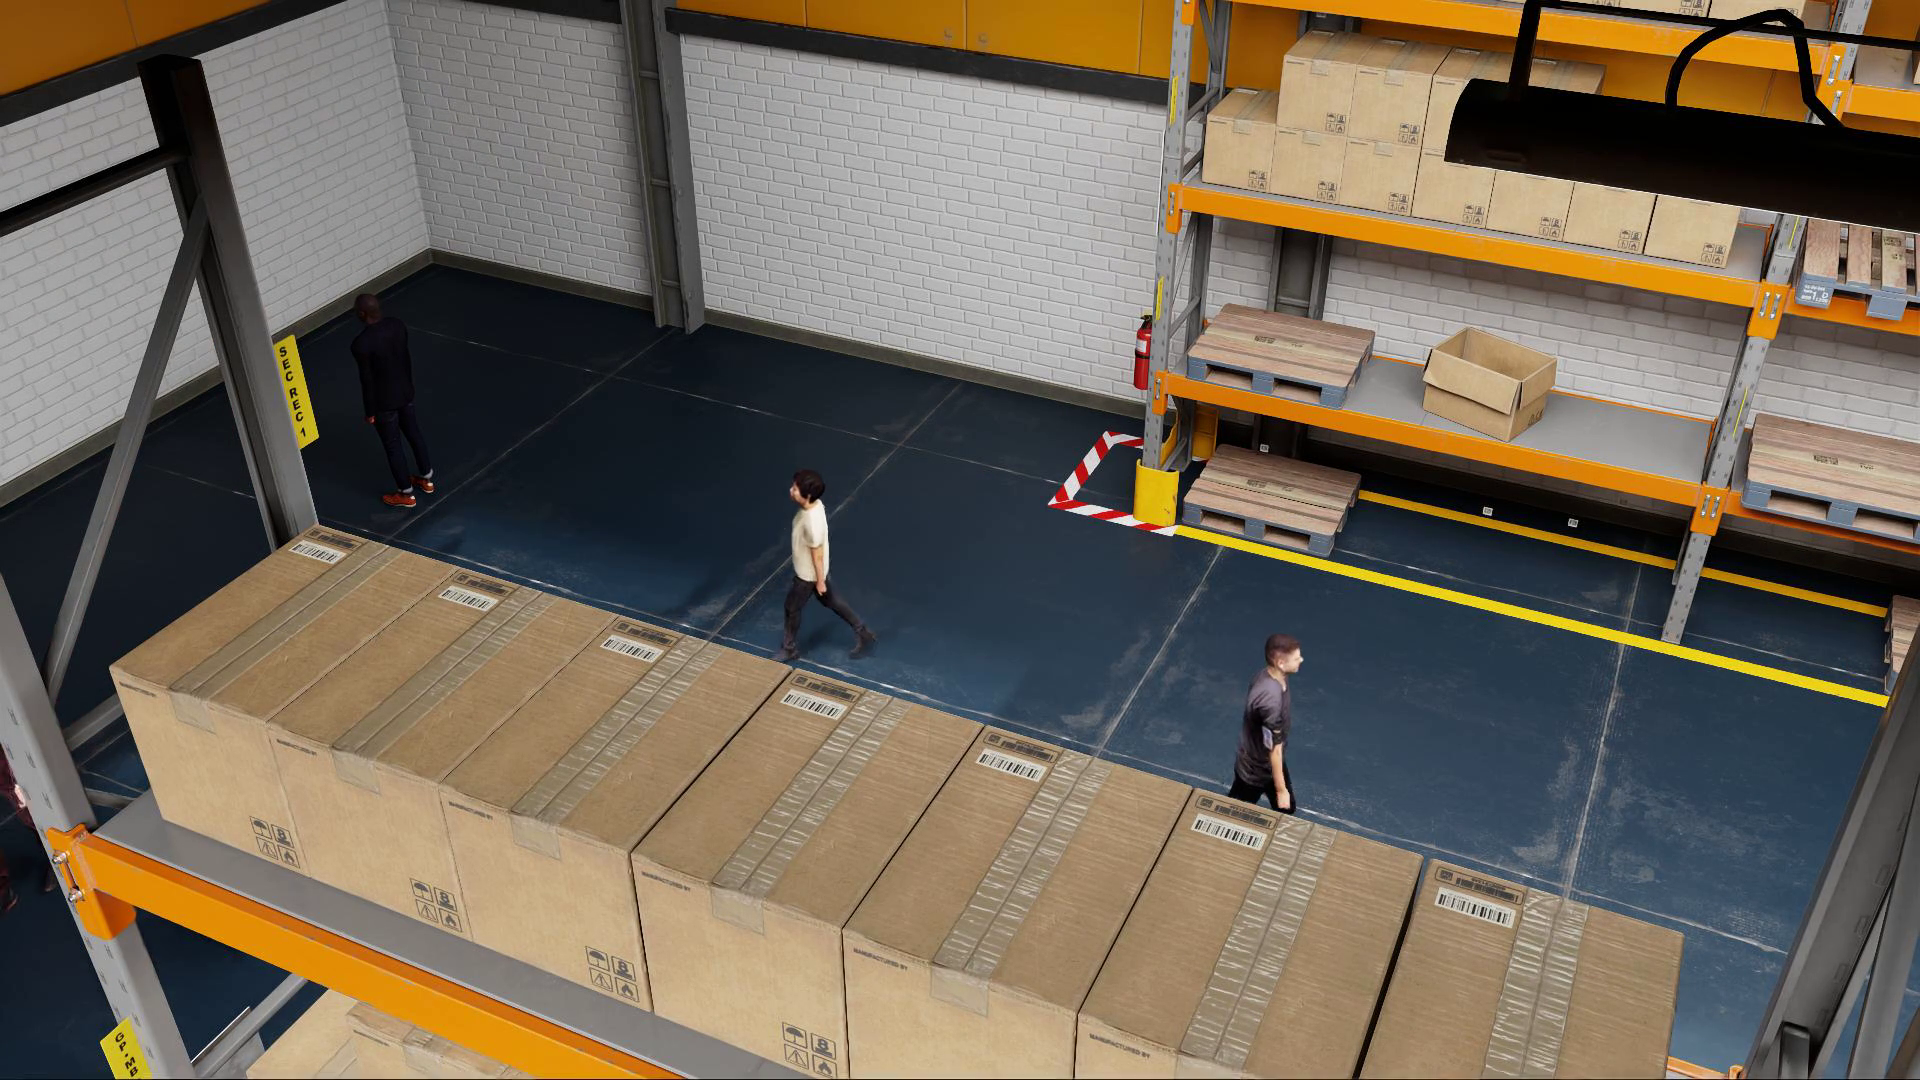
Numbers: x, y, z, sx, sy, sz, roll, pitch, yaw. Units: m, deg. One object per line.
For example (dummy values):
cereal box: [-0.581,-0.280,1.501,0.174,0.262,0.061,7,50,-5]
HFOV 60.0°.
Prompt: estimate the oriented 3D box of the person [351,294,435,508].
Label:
person: [-4.490,-1.117,13.137,0.574,1.819,0.679,15,36,21]

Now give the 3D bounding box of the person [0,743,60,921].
person: [-5.508,1.262,9.538,0.996,1.840,1.005,-3,34,-4]

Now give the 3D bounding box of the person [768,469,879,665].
person: [-0.936,0.204,11.389,1.095,1.553,0.886,-1,34,-2]
